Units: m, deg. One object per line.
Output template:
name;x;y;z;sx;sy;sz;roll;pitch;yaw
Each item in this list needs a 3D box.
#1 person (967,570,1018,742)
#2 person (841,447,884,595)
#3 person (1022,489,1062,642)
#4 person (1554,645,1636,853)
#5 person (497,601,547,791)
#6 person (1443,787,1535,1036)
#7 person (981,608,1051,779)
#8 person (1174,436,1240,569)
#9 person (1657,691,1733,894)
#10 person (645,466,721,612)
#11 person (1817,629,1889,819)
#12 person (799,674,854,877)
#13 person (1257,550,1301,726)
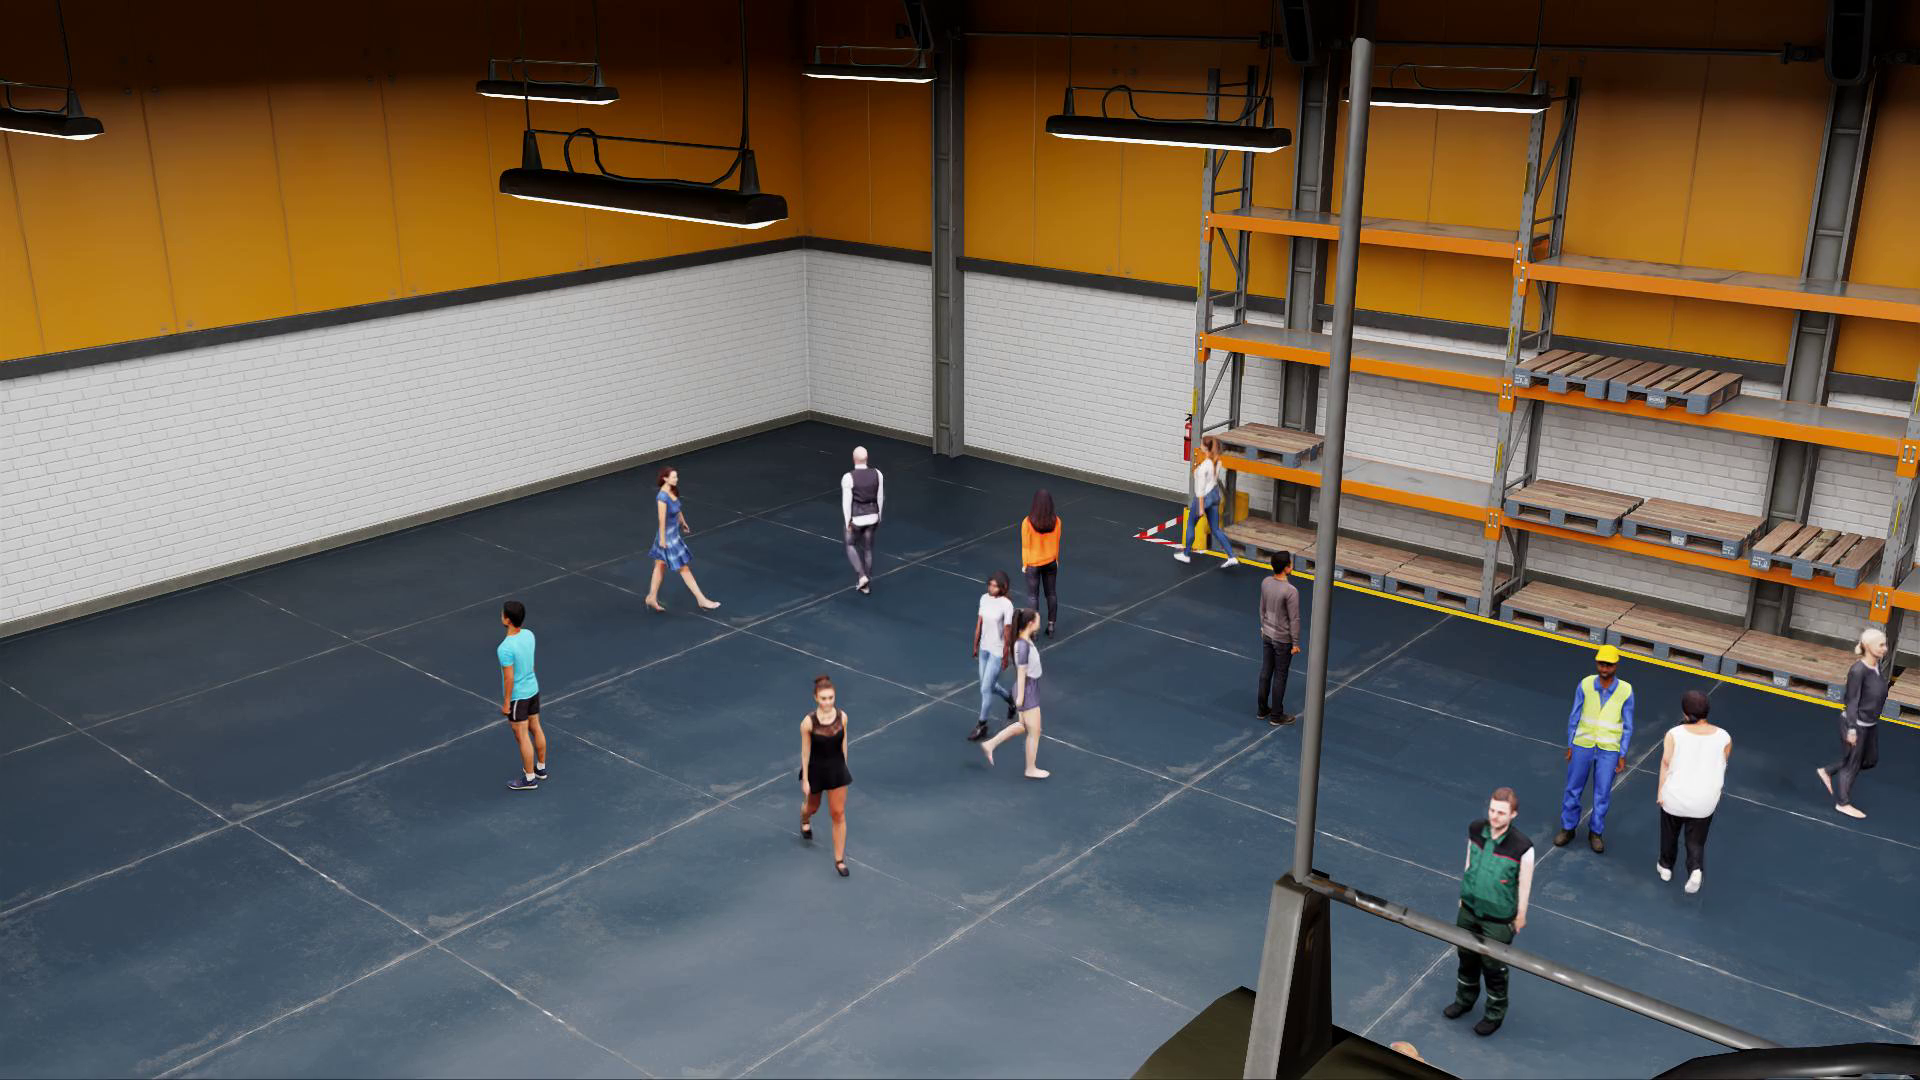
person;0.377;1.078;16.048;0.801;1.699;0.957;-13;22;-33
person;-1.126;-0.194;19.660;0.850;1.807;0.909;-9;20;-24
person;0.900;0.265;18.387;0.702;1.749;0.702;-8;20;-22
person;5.343;1.727;13.945;0.613;1.813;0.778;8;20;24
person;-3.943;1.389;15.003;0.649;1.776;0.680;6;20;18
person;3.666;2.536;11.498;0.740;1.841;0.575;-14;23;-36
person;0.514;1.401;15.202;0.973;1.627;0.881;1;19;4
person;3.131;-0.430;20.554;1.157;1.682;0.676;17;25;42
person;5.826;2.034;13.259;0.944;1.668;0.934;4;19;12
person;-3.402;0.036;19.053;1.183;1.757;1.087;-1;19;-2
person;7.805;1.570;14.565;0.708;1.714;0.812;-13;23;-34
person;-1.140;1.889;13.720;0.888;1.648;1.145;-8;20;-22
person;3.114;0.945;16.339;0.770;1.767;0.569;-3;19;-9
